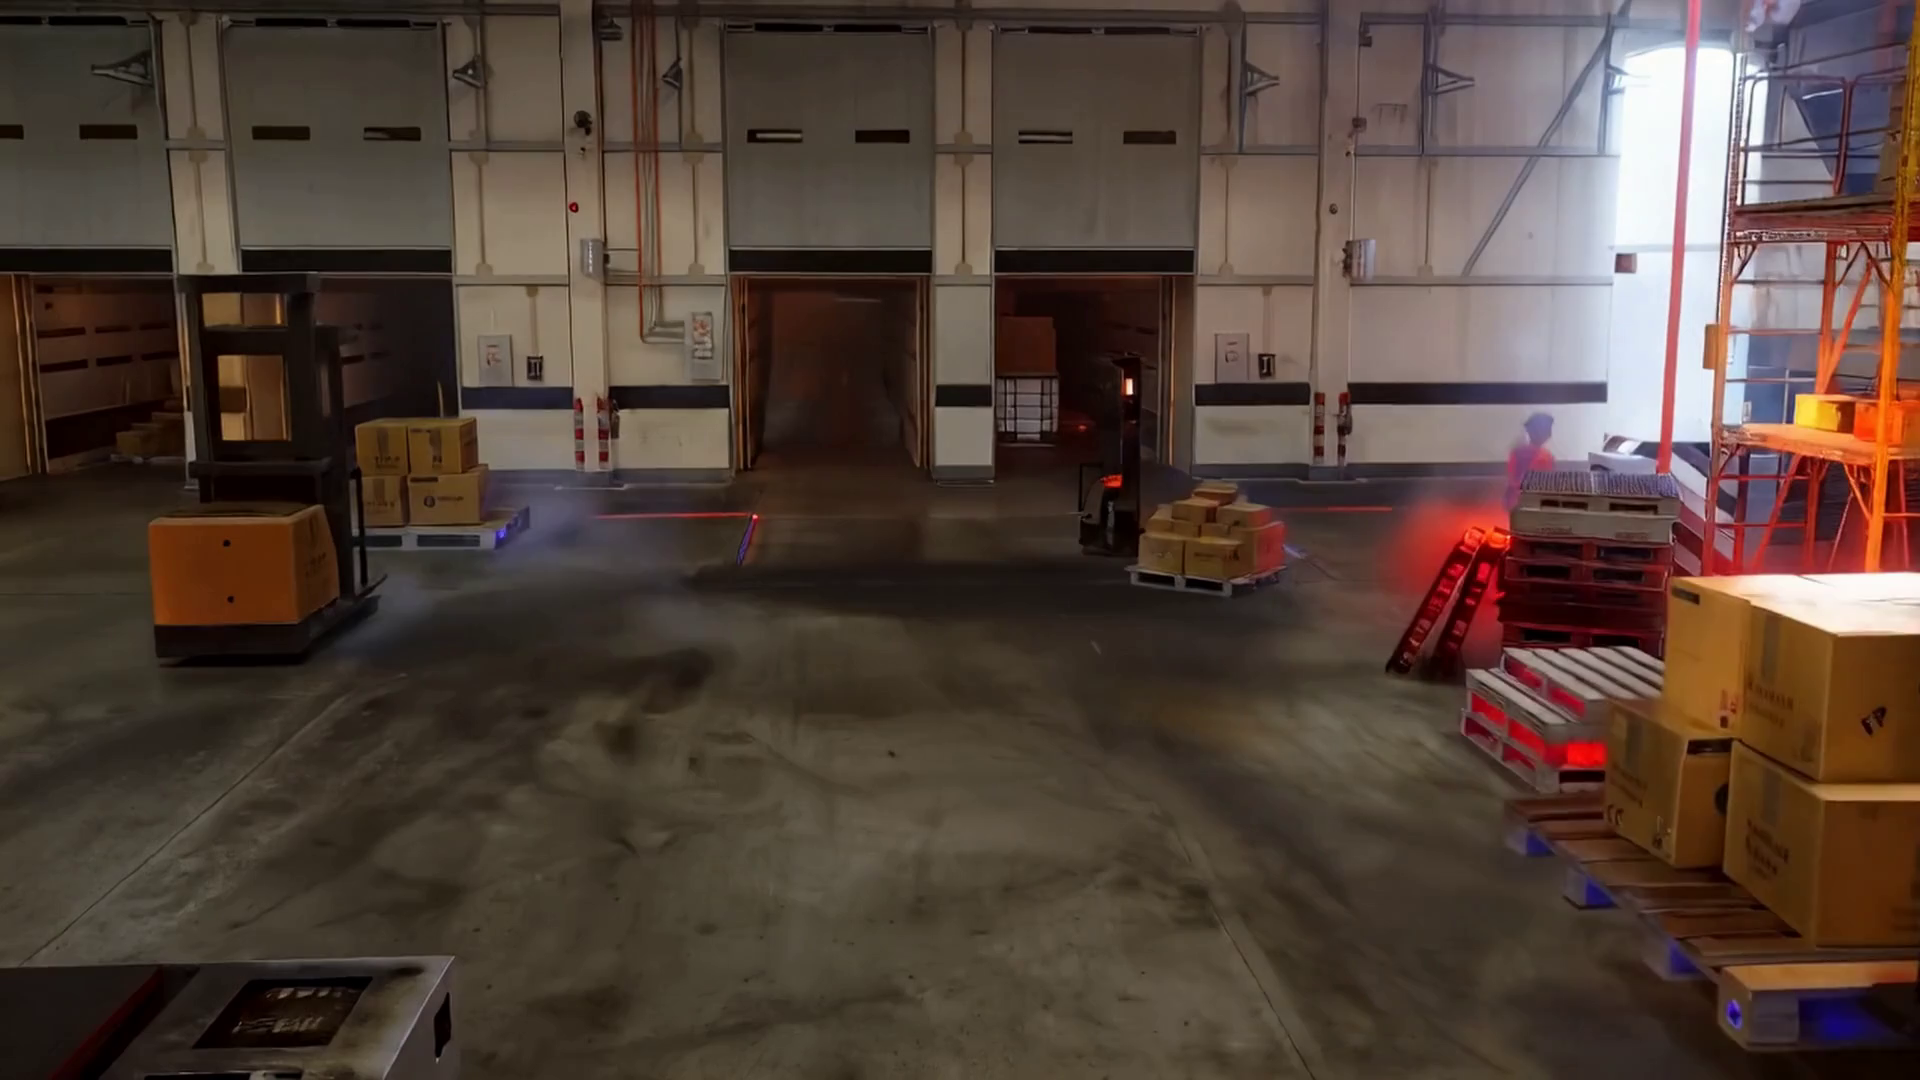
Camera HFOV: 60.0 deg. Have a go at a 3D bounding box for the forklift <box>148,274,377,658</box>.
[{"bbox_3d":[-5.348,-0.627,12.681,1.129,2.768,1.873,-1,9,-4],"label":"forklift"}]

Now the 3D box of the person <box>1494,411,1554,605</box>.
[{"bbox_3d":[4.944,-0.267,14.229,0.799,1.659,0.552,-4,10,-23],"label":"person"}]

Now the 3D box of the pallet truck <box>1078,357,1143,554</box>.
[{"bbox_3d":[2.088,-0.836,16.757,1.885,1.965,0.823,2,9,13],"label":"pallet truck"}]
